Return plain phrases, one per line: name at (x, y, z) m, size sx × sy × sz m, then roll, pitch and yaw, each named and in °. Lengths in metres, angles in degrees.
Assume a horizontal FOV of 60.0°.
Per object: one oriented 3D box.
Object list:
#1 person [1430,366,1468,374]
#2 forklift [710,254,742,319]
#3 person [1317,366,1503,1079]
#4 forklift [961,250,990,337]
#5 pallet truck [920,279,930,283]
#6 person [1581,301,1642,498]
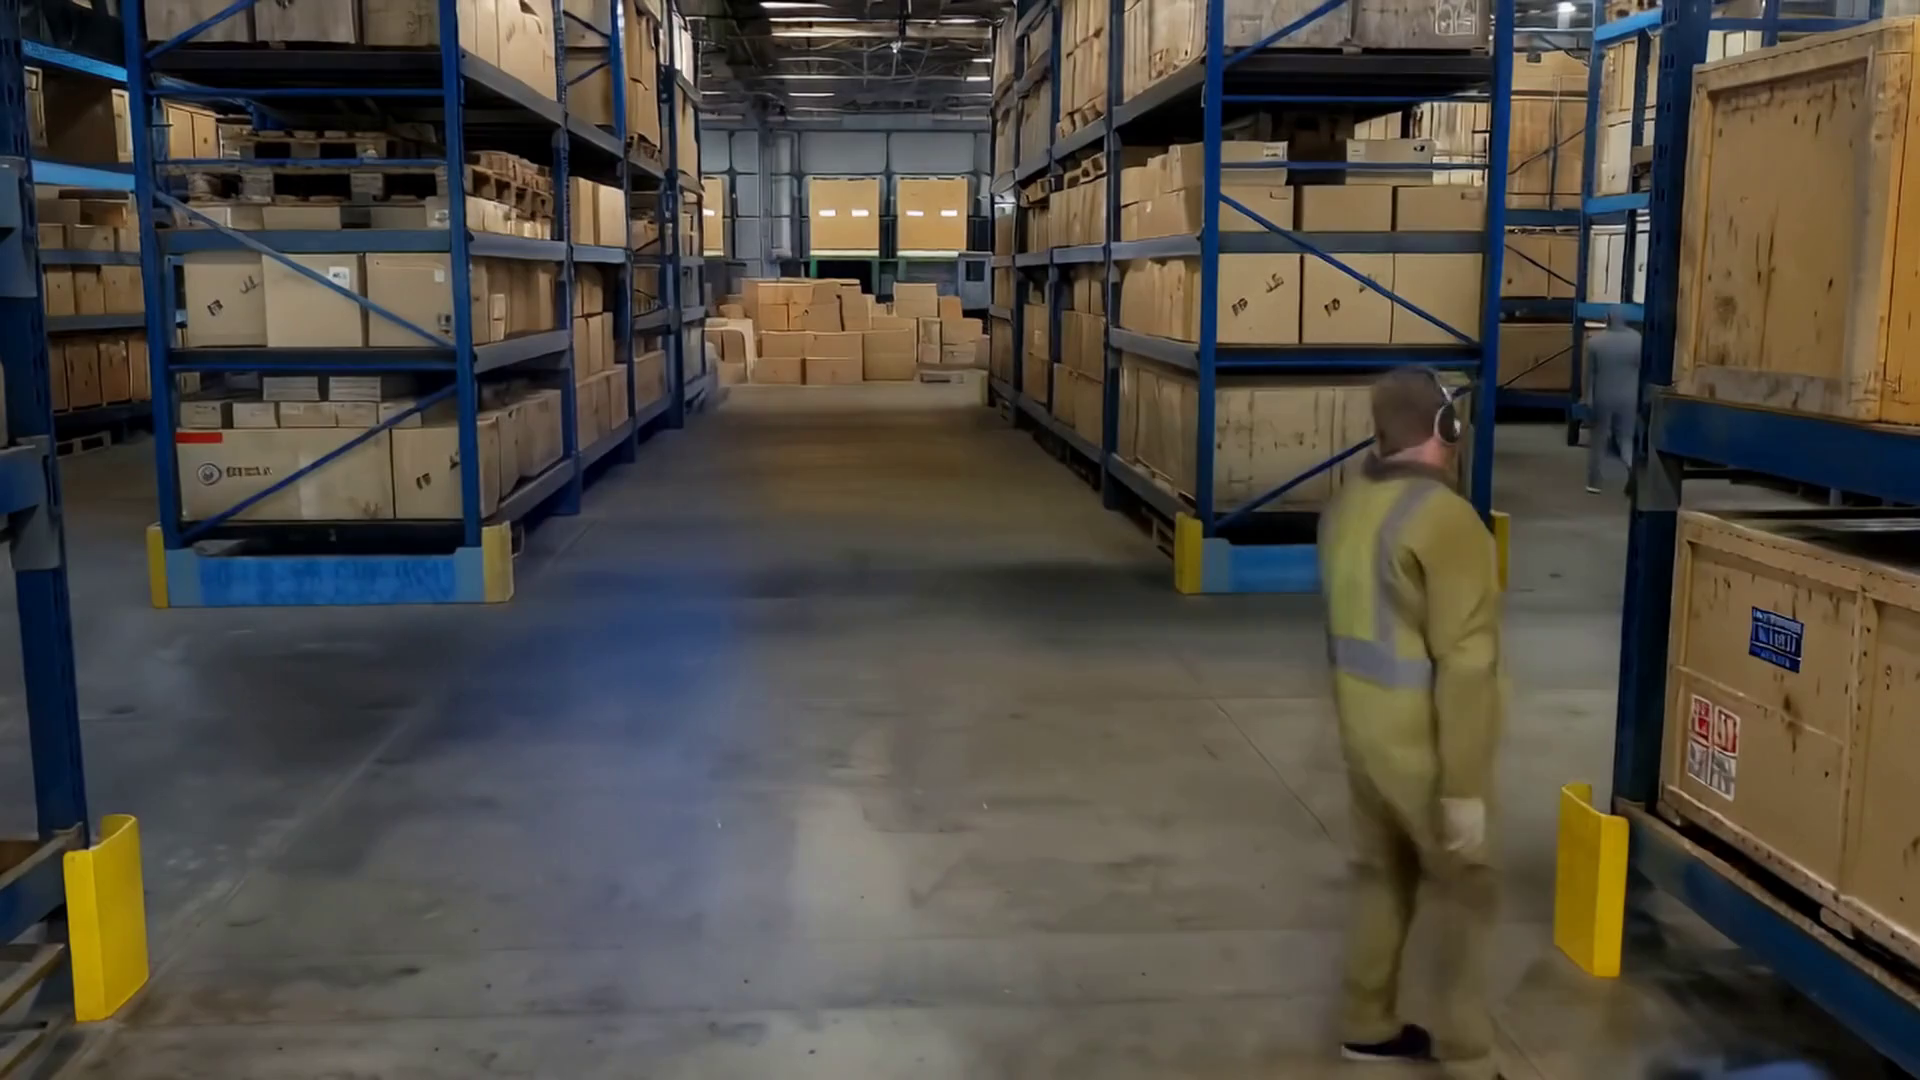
person at (4.362, -1.125, 15.116) m, size 0.319 × 1.692 × 0.537 m, roll -9°, pitch 13°, yaw -44°
forklift at (-8.383, -8.512, 57.776) m, size 1.873 × 2.768 × 1.129 m, roll 0°, pitch 9°, yaw 3°
person at (1.195, 0.502, 4.280) m, size 0.447 × 1.897 × 0.658 m, roll -2°, pitch 9°, yaw -14°
forklift at (0.518, -6.911, 47.725) m, size 1.129 × 2.768 × 1.873 m, roll 2°, pitch 9°, yaw 10°
pallet truck at (-0.932, -8.922, 63.114) m, size 1.885 × 1.965 × 0.823 m, roll 2°, pitch 9°, yaw 13°
person at (6.250, -1.333, 15.845) m, size 0.651 × 1.883 × 0.813 m, roll 1°, pitch 9°, yaw 5°
